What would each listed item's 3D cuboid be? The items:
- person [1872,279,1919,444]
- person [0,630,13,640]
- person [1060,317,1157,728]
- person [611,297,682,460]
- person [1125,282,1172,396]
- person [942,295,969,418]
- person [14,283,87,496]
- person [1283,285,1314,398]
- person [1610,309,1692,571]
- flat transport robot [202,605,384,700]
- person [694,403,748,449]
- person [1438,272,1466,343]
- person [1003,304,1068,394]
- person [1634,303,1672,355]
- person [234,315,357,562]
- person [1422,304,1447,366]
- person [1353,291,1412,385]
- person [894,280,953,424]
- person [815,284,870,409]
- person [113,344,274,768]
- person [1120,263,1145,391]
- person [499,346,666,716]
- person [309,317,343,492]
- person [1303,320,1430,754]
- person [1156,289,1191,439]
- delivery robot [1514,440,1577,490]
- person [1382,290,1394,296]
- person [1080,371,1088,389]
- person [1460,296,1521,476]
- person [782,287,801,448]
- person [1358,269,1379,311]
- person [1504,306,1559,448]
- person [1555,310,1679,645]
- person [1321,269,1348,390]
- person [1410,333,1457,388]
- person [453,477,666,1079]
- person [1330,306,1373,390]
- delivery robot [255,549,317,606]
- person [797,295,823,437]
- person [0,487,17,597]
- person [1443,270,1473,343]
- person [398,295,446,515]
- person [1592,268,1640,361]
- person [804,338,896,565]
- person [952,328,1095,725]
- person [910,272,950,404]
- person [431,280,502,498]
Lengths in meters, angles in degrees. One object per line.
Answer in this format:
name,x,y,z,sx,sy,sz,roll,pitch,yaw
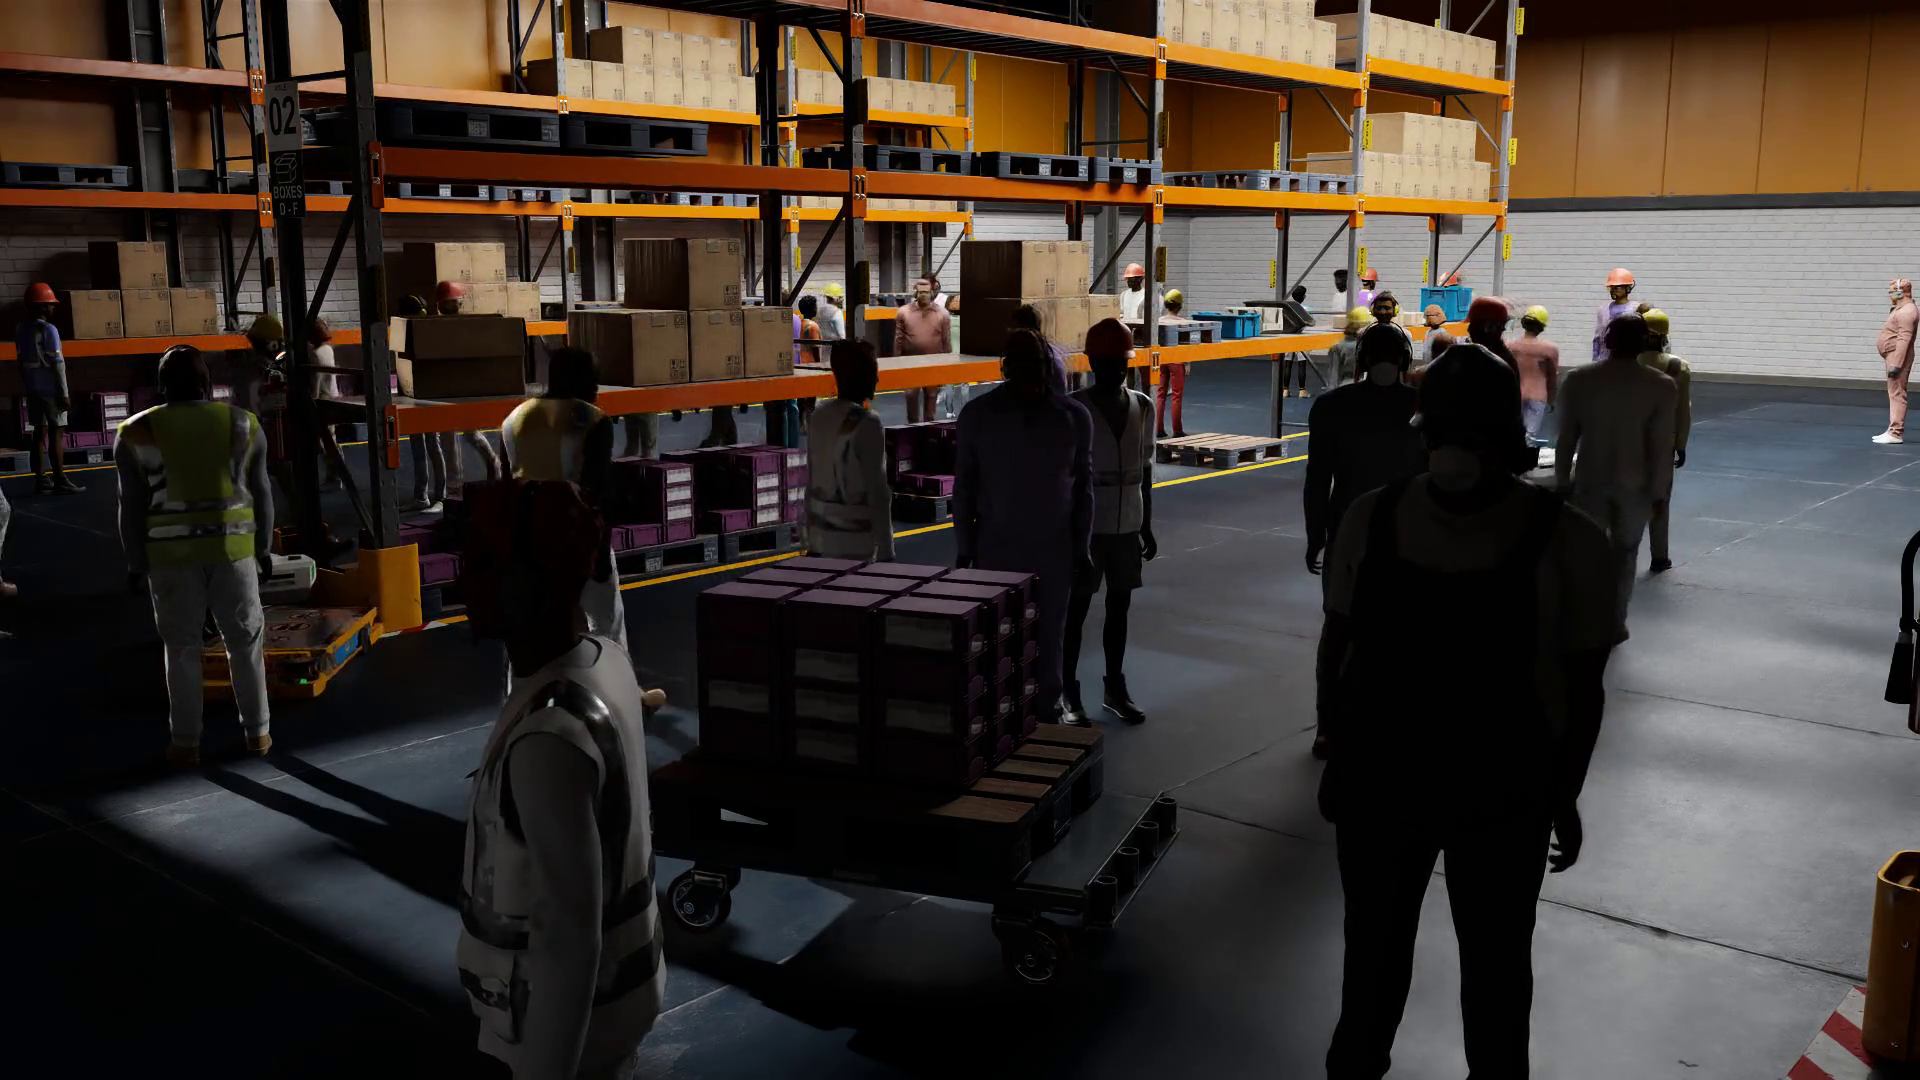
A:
person,10.819,-2.059,19.237,0.406,1.902,0.638,6,11,30
person,-5.968,-0.318,9.629,0.888,1.807,0.572,9,13,41
person,0.691,-0.075,7.828,0.552,1.935,0.370,-4,11,-23
person,-2.696,-1.174,14.133,0.608,1.922,0.434,6,12,31
person,2.903,-3.064,25.176,1.052,1.824,0.651,-5,11,-28
person,-0.016,-2.418,22.034,0.500,1.633,0.282,5,11,24
person,-8.340,-1.370,15.203,0.544,1.939,0.354,5,11,26
person,5.075,-2.978,25.042,0.541,1.695,0.316,7,12,35
person,4.809,-0.698,11.672,0.586,1.833,0.403,6,12,30
flat transport robot,-3.585,0.574,8.872,0.652,0.197,1.431,-1,10,-6
person,-2.281,-1.395,15.481,0.928,1.897,0.594,-9,14,-43
person,6.664,-2.697,22.784,0.542,1.932,0.382,8,13,40
person,0.494,-0.659,11.319,1.038,1.888,0.654,-5,11,-28
person,5.811,-1.131,14.271,0.516,1.803,0.958,-2,10,-10
person,-4.824,-0.686,11.735,0.612,1.778,0.934,9,14,42
person,5.327,-1.833,18.739,0.284,1.629,0.497,-1,10,-4
person,3.739,-1.269,14.810,0.513,1.876,0.328,3,10,18
person,-0.408,-2.016,18.999,0.673,1.887,0.656,-1,10,-4
person,-1.653,-2.501,22.085,0.945,1.784,0.587,-4,11,-23
person,-3.322,0.070,7.273,0.619,1.845,0.430,-6,12,-31
person,2.415,-2.791,22.991,0.396,2.042,0.611,-9,13,-41
person,-1.820,0.001,7.786,0.701,1.798,0.775,4,11,24
person,-5.912,-1.241,15.345,0.386,1.615,0.527,-2,10,-11
person,1.839,0.000,7.396,0.627,1.940,0.370,1,10,6
person,2.526,-2.082,19.751,0.528,1.767,0.318,9,14,42
delivery robot,5.149,-0.646,14.748,0.707,0.478,0.477,-6,12,-30
person,6.484,-3.013,25.472,0.522,1.615,0.486,4,11,23
person,1.694,-2.782,24.189,0.531,1.604,0.789,2,10,9
person,3.470,-0.649,11.101,1.068,1.934,0.615,3,10,14
person,-1.886,-1.766,17.705,0.389,1.850,0.567,5,11,26
person,6.228,-3.177,25.492,0.375,1.935,0.551,-7,12,-35
person,5.203,-1.276,15.274,0.536,1.722,0.813,5,11,26
person,3.620,-0.314,9.259,0.636,1.916,0.768,6,12,32
person,6.181,-3.363,26.558,0.843,1.941,0.599,-7,12,-34
person,3.761,-0.802,12.925,0.508,1.597,0.837,5,11,29
person,-0.686,0.825,2.857,0.355,1.883,0.574,-1,10,-6
person,3.766,-1.386,15.951,0.492,1.715,0.817,8,13,40
delivery robot,-4.158,0.233,9.742,0.707,0.478,0.477,-7,12,-33
person,-1.801,-2.056,19.789,0.319,1.697,0.533,-7,12,-33
person,-6.335,-0.477,10.493,0.677,1.802,0.706,3,11,19
person,7.209,-2.974,24.371,0.619,1.934,1.007,1,10,8
person,-4.589,-1.147,14.144,0.514,1.865,0.329,7,12,34
person,6.984,-1.865,17.722,0.373,2.043,0.614,-6,12,-32
person,-0.571,0.009,7.587,0.793,1.853,0.568,-6,11,-30
person,0.286,0.025,7.344,0.639,1.910,0.406,-1,10,-6
person,-0.458,-2.912,24.092,0.618,1.896,0.581,3,11,18
person,-4.521,-1.370,15.112,0.628,1.972,0.685,4,11,19
